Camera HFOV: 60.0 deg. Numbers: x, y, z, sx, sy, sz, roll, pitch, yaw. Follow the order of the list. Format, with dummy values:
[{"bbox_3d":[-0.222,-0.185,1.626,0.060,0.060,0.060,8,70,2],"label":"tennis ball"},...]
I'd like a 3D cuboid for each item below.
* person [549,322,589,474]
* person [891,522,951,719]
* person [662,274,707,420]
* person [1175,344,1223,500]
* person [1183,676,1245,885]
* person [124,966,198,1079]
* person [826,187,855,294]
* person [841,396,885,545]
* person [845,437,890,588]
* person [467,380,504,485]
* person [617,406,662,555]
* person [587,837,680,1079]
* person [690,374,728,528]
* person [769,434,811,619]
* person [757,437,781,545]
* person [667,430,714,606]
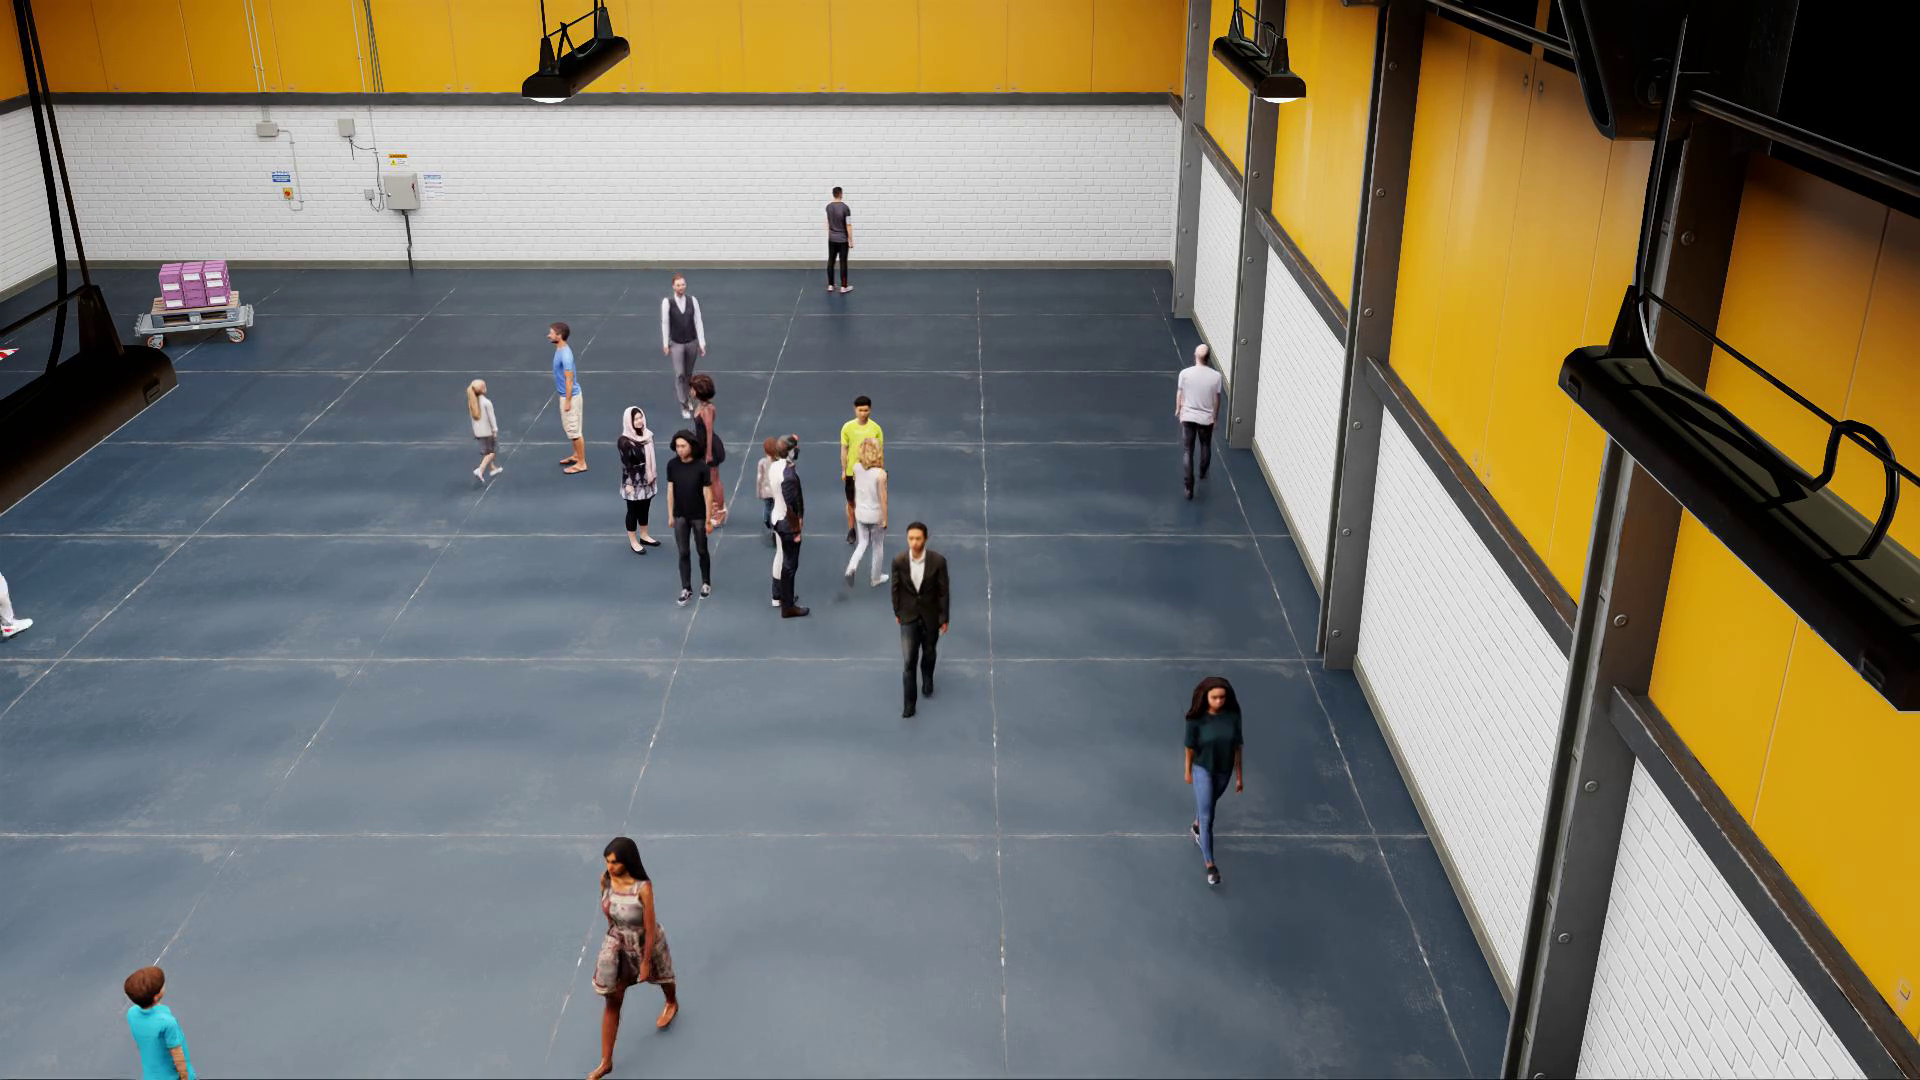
[{"bbox_3d":[-4.770,-1.761,20.310,0.778,1.862,0.613,-7,25,-16],"label":"person"},{"bbox_3d":[-0.330,0.654,14.913,0.711,1.759,1.126,1,24,3],"label":"person"},{"bbox_3d":[-3.735,-2.657,22.295,0.936,1.913,1.122,-12,26,-25],"label":"person"},{"bbox_3d":[2.768,-1.360,19.482,0.718,1.791,1.151,2,24,4],"label":"person"},{"bbox_3d":[1.908,1.734,12.681,0.730,1.569,1.137,-4,24,-10],"label":"person"},{"bbox_3d":[-4.662,3.134,9.651,0.732,1.430,0.958,9,25,20],"label":"person"},{"bbox_3d":[-2.046,-5.052,27.964,0.696,1.761,0.682,12,26,26],"label":"person"},{"bbox_3d":[-1.082,-0.784,18.267,0.626,1.708,0.542,-2,24,-4],"label":"person"},{"bbox_3d":[-0.983,-0.254,17.116,0.844,1.659,0.953,15,28,30],"label":"person"},{"bbox_3d":[-5.749,-1.303,20.012,0.736,1.262,0.878,12,26,26],"label":"person"},{"bbox_3d":[-3.511,-0.678,18.111,0.802,1.638,0.713,13,27,27],"label":"person"},{"bbox_3d":[-2.031,2.588,10.709,0.889,1.583,1.229,9,25,19],"label":"person"},{"bbox_3d":[-2.813,-1.020,18.715,0.698,1.782,0.605,-9,25,-20],"label":"person"},{"bbox_3d":[-1.735,-0.162,16.617,0.806,1.889,0.660,-9,25,-19],"label":"person"},{"bbox_3d":[-2.061,-0.520,18.341,0.547,1.165,0.823,-4,24,-9],"label":"person"},{"bbox_3d":[-2.732,-0.284,16.962,0.700,1.838,0.723,5,24,10],"label":"person"}]
